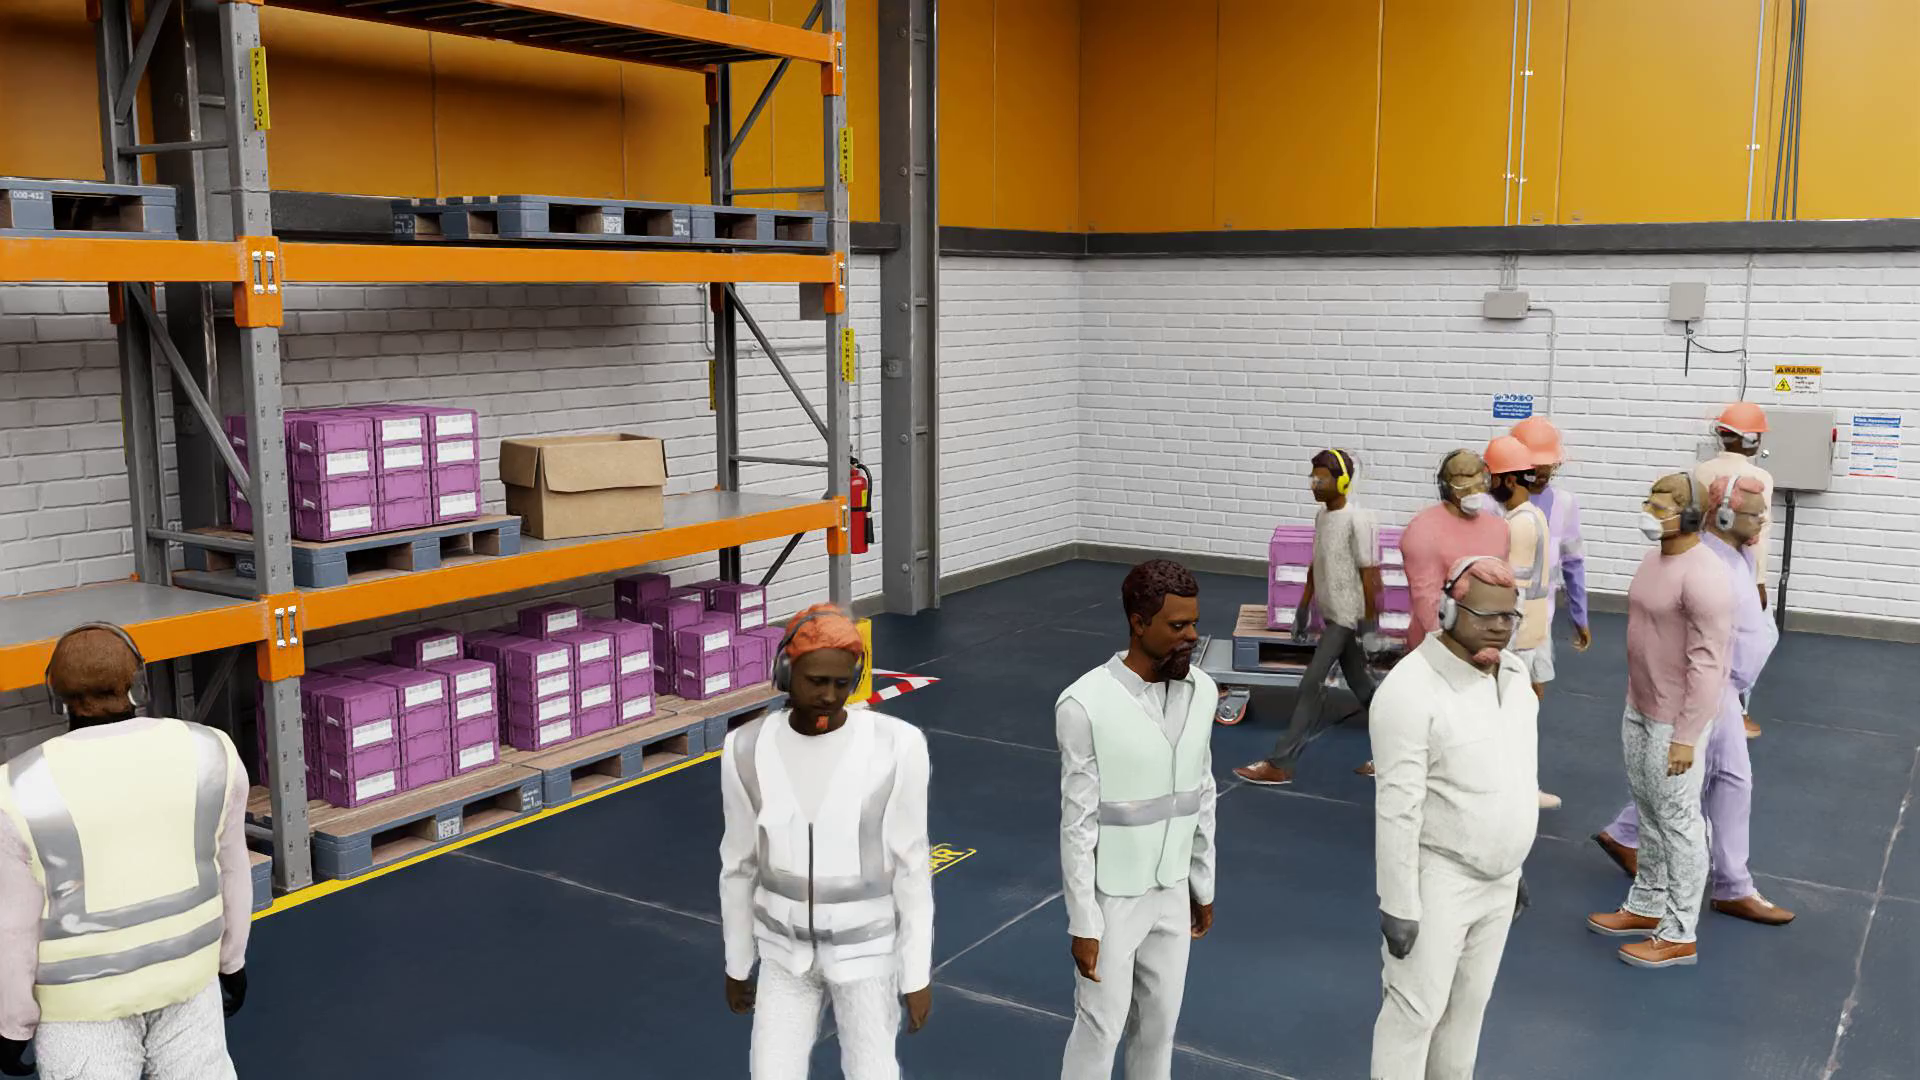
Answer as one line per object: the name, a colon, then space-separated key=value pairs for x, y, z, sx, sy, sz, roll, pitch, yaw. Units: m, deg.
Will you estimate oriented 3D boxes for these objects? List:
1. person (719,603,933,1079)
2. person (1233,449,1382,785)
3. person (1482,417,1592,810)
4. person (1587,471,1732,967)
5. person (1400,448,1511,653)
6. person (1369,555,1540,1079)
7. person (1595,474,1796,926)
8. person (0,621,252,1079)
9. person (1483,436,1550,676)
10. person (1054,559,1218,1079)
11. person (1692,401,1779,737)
person: x=-0.340 y=1.067 z=4.348 sx=0.602 sy=1.864 sz=0.755 roll=2 pitch=9 yaw=15
person: x=1.974 y=0.411 z=8.838 sx=1.036 sy=1.801 sz=0.554 roll=-2 pitch=9 yaw=-10
person: x=2.831 y=0.389 z=8.288 sx=0.743 sy=2.022 sz=0.482 roll=-3 pitch=9 yaw=-20
person: x=2.770 y=0.697 z=6.530 sx=0.361 sy=1.939 sz=0.634 roll=0 pitch=9 yaw=1
person: x=2.314 y=0.543 z=7.581 sx=0.635 sy=1.924 sz=0.533 roll=-4 pitch=10 yaw=-25
person: x=1.446 y=0.983 z=4.781 sx=0.643 sy=1.903 sz=0.399 roll=-7 pitch=11 yaw=-39
person: x=3.166 y=0.642 z=7.074 sx=0.778 sy=1.877 sz=0.665 roll=5 pitch=10 yaw=27
person: x=-2.084 y=1.111 z=4.149 sx=0.430 sy=1.840 sz=0.626 roll=8 pitch=12 yaw=43
person: x=2.675 y=0.455 z=8.146 sx=0.384 sy=1.925 sz=0.550 roll=3 pitch=9 yaw=21
person: x=0.498 y=0.992 z=4.706 sx=0.591 sy=1.912 sz=0.397 roll=-7 pitch=11 yaw=-39
person: x=4.526 y=0.185 z=9.695 sx=0.518 sy=1.979 sz=0.643 roll=-3 pitch=9 yaw=-19
